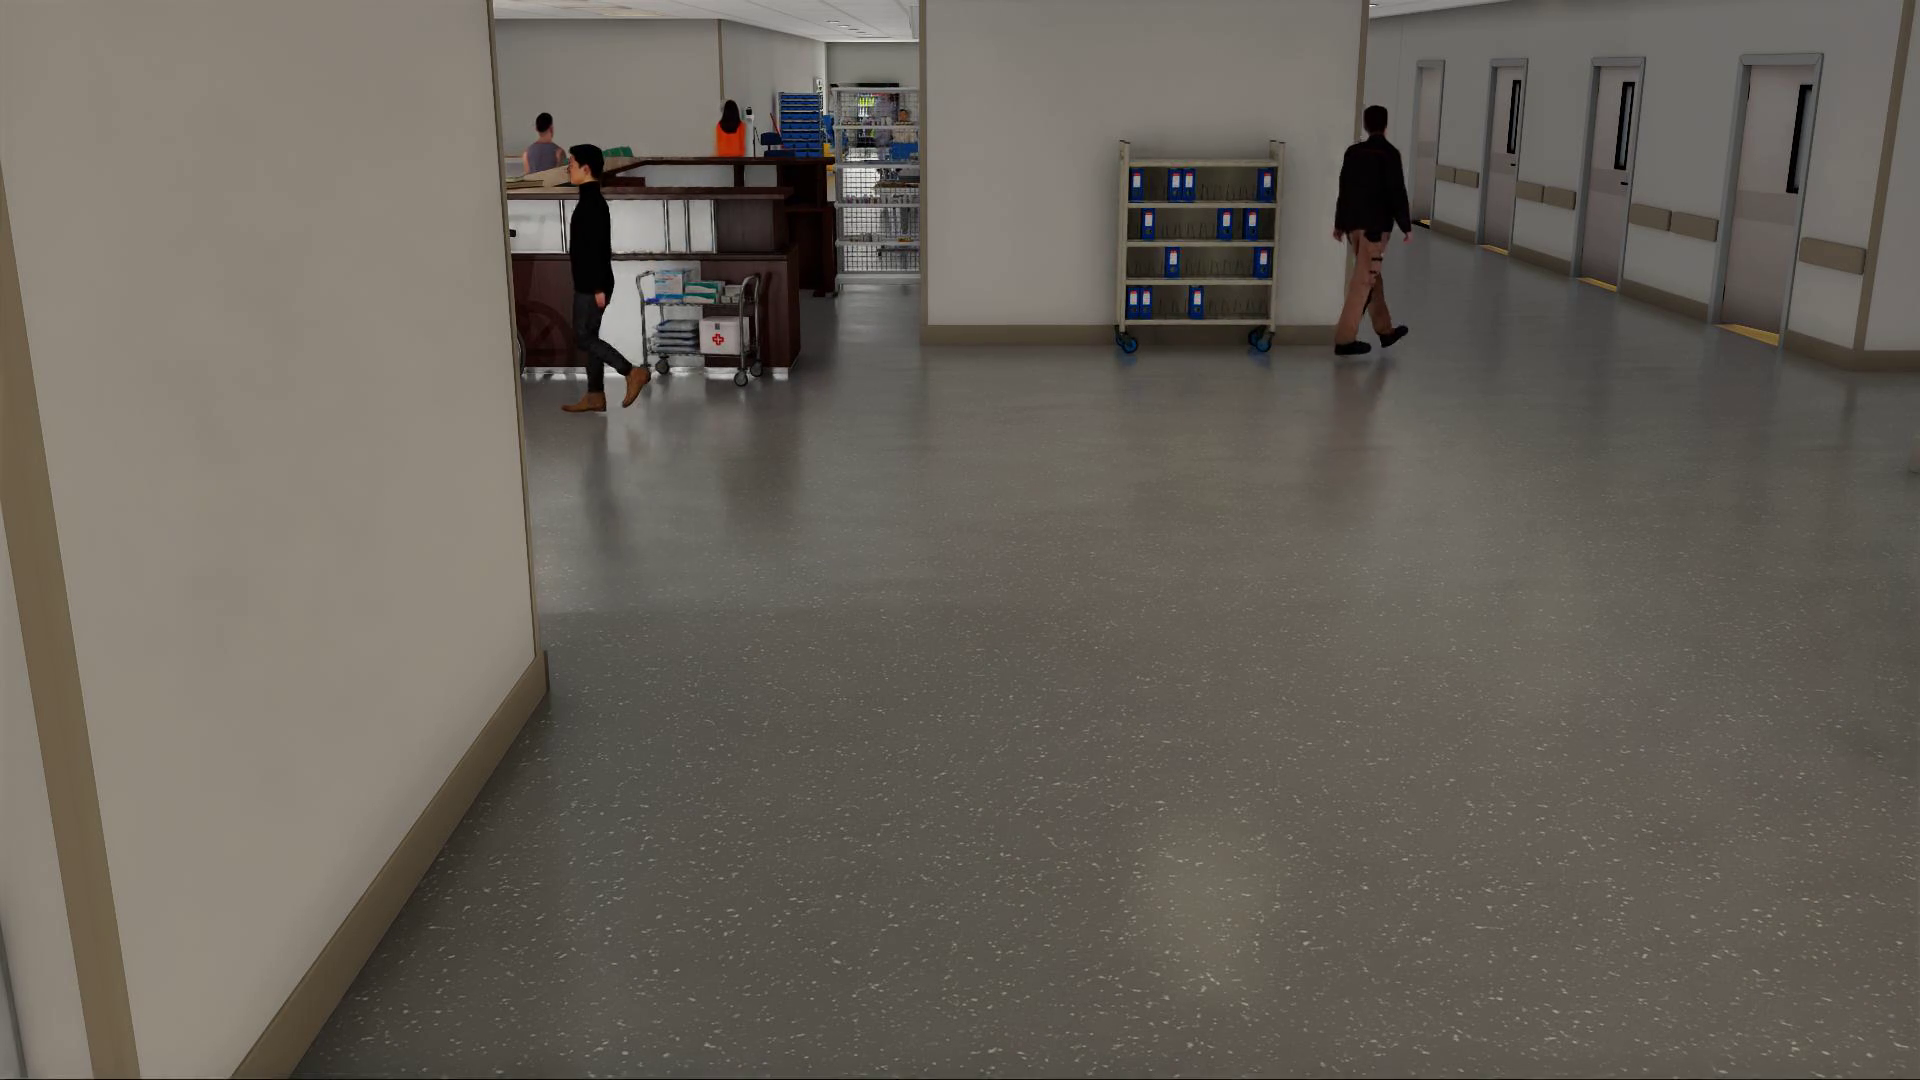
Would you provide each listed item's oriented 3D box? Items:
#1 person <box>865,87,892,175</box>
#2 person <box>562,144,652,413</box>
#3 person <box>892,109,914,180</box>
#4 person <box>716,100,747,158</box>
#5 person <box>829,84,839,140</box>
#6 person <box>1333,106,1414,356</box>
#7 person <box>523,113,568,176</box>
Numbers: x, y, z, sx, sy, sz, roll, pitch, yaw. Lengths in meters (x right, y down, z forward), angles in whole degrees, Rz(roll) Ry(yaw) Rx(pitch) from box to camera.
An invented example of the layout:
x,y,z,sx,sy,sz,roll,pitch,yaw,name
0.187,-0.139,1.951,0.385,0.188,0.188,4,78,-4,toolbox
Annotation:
x,y,z,sx,sy,sz,roll,pitch,yaw,name
-1.718,-8.734,35.642,1.147,1.793,0.906,3,16,11,person
-2.304,-1.656,10.689,0.858,1.709,0.724,-3,16,-9,person
-1.112,-7.654,32.492,0.872,1.422,0.675,1,16,3,person
-3.490,-5.769,25.261,0.973,1.719,0.751,1,16,5,person
-3.125,-10.526,41.857,0.580,1.868,0.634,-1,16,-5,person
3.079,-2.358,12.862,1.226,1.882,1.101,-10,18,-31,person
-4.258,-3.490,17.260,0.510,1.844,0.721,2,16,6,person
